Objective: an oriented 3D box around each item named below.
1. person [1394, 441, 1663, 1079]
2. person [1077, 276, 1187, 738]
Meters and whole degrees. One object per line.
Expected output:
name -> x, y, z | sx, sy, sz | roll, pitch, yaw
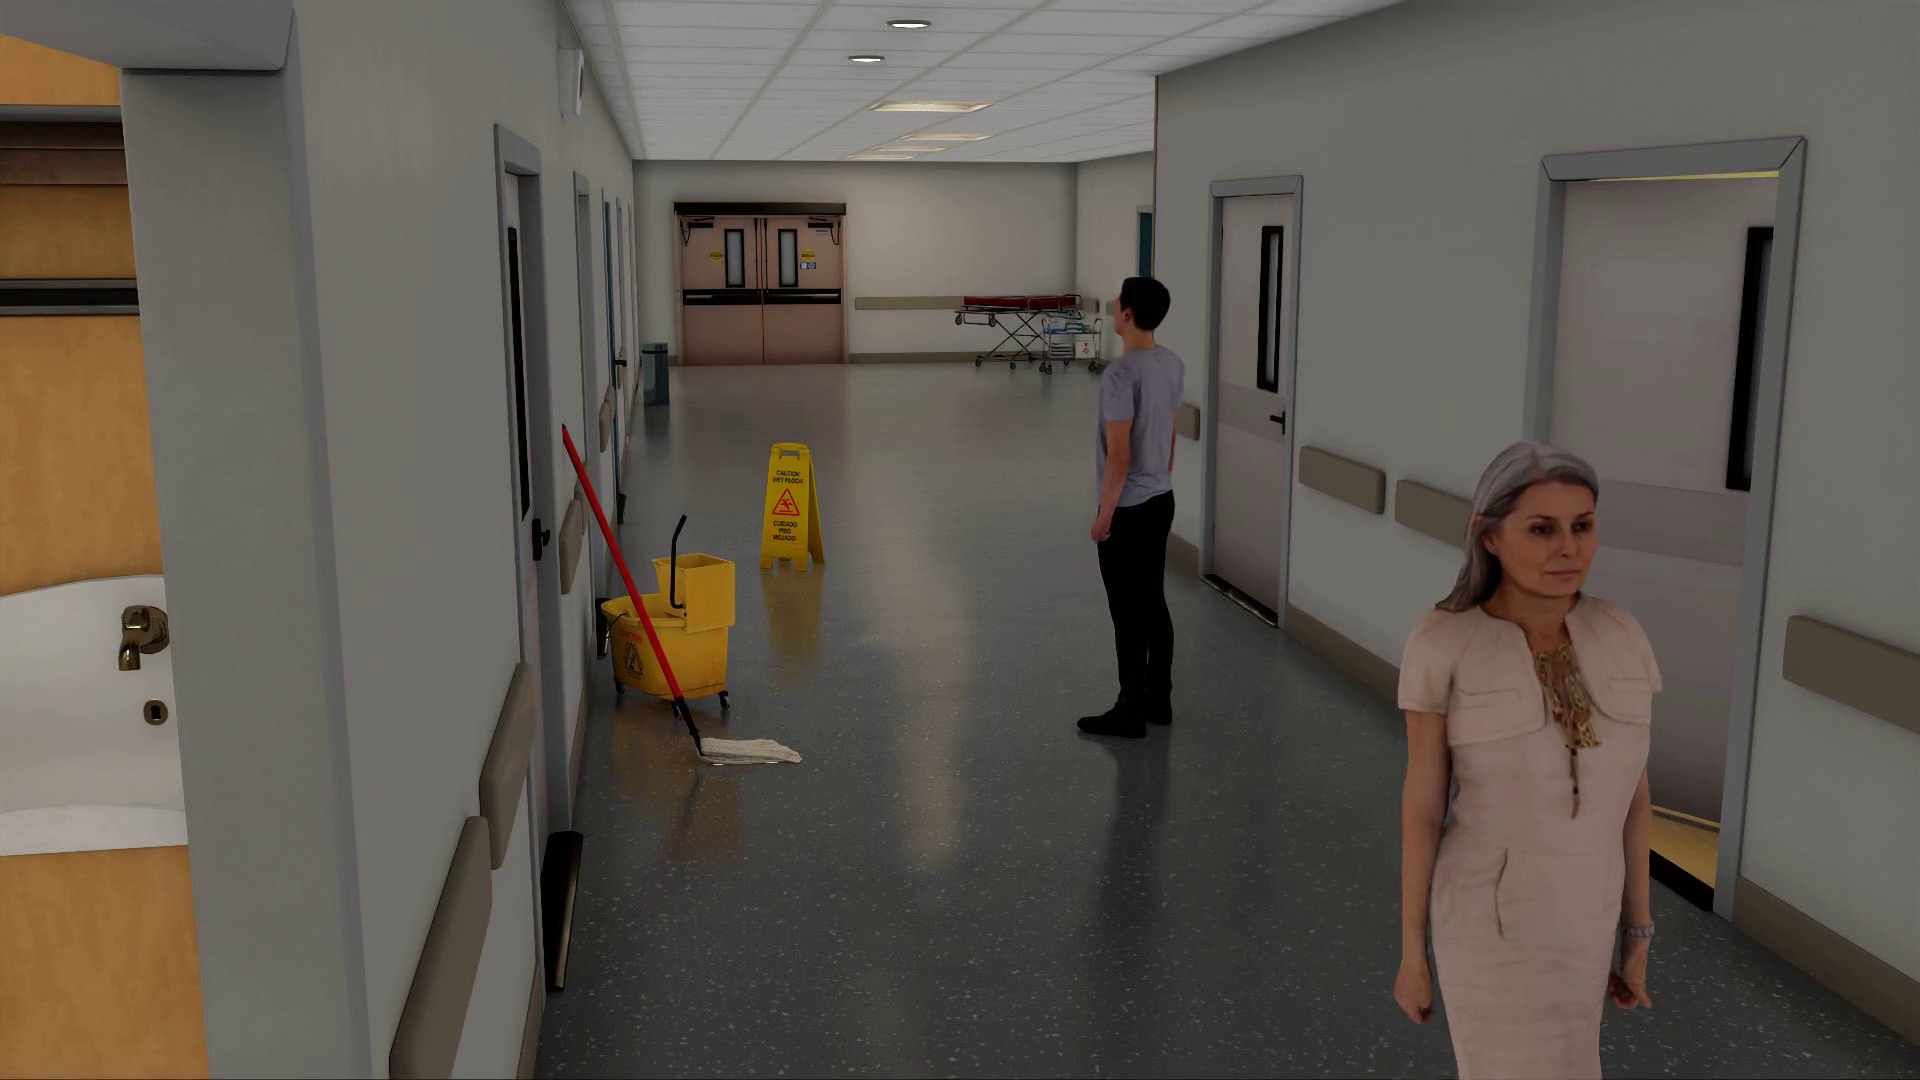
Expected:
person -> 0.915, 0.691, 2.843 | 0.645, 1.712, 1.061 | -2, 11, -12
person -> 0.724, -0.134, 6.783 | 0.788, 1.863, 0.735 | 8, 13, 36
